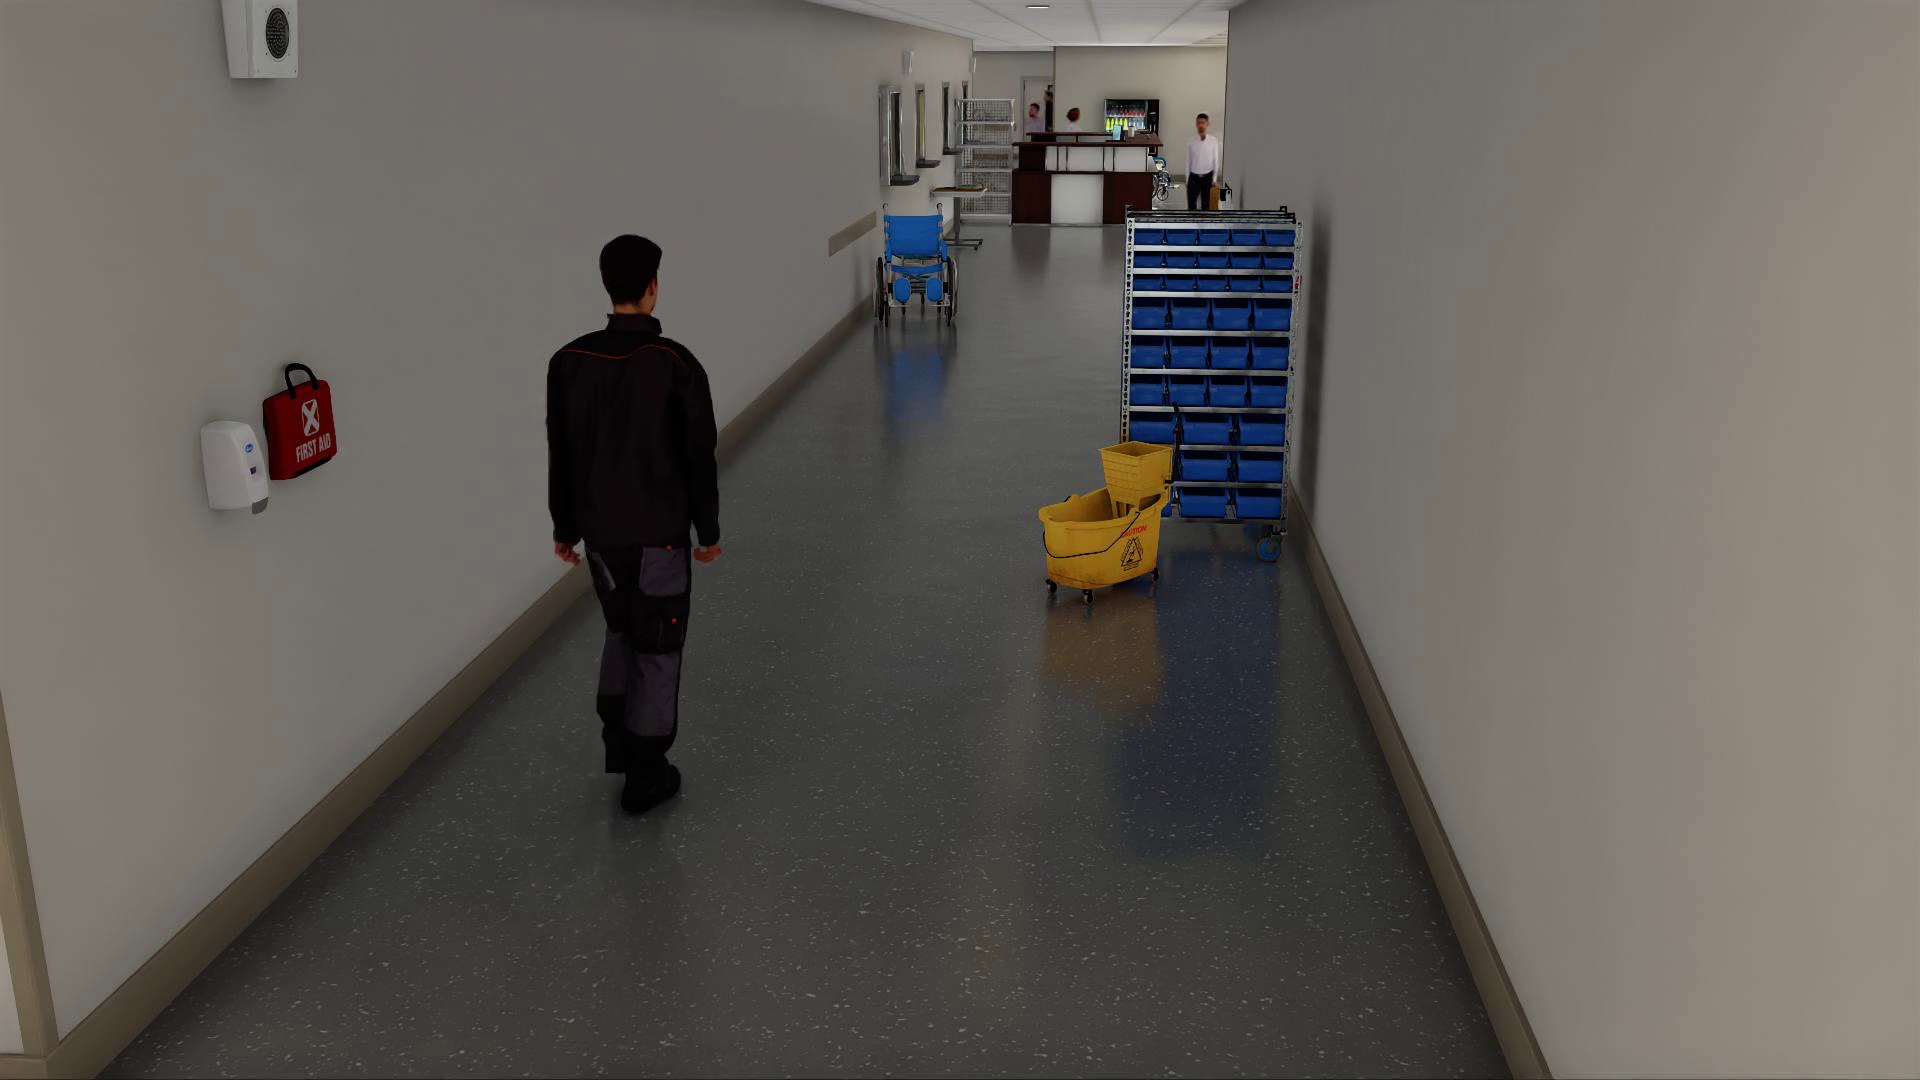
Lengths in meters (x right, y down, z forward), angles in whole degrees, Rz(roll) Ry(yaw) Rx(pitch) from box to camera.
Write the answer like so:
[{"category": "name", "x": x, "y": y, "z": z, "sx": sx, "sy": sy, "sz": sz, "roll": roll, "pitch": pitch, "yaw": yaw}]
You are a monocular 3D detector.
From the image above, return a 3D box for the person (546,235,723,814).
[{"category": "person", "x": -1.110, "y": -0.023, "z": 5.499, "sx": 0.667, "sy": 1.934, "sz": 0.822, "roll": 4, "pitch": 16, "yaw": 12}]

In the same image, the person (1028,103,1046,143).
[{"category": "person", "x": 1.586, "y": -7.741, "z": 33.102, "sx": 1.103, "sy": 1.811, "sz": 1.016, "roll": -9, "pitch": 18, "yaw": -28}]

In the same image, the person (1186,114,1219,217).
[{"category": "person", "x": 3.511, "y": -5.213, "z": 24.079, "sx": 1.026, "sy": 1.841, "sz": 0.735, "roll": 3, "pitch": 16, "yaw": 9}]

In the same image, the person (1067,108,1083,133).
[{"category": "person", "x": 2.289, "y": -8.255, "z": 35.179, "sx": 1.137, "sy": 1.673, "sz": 0.825, "roll": -3, "pitch": 16, "yaw": -11}]
